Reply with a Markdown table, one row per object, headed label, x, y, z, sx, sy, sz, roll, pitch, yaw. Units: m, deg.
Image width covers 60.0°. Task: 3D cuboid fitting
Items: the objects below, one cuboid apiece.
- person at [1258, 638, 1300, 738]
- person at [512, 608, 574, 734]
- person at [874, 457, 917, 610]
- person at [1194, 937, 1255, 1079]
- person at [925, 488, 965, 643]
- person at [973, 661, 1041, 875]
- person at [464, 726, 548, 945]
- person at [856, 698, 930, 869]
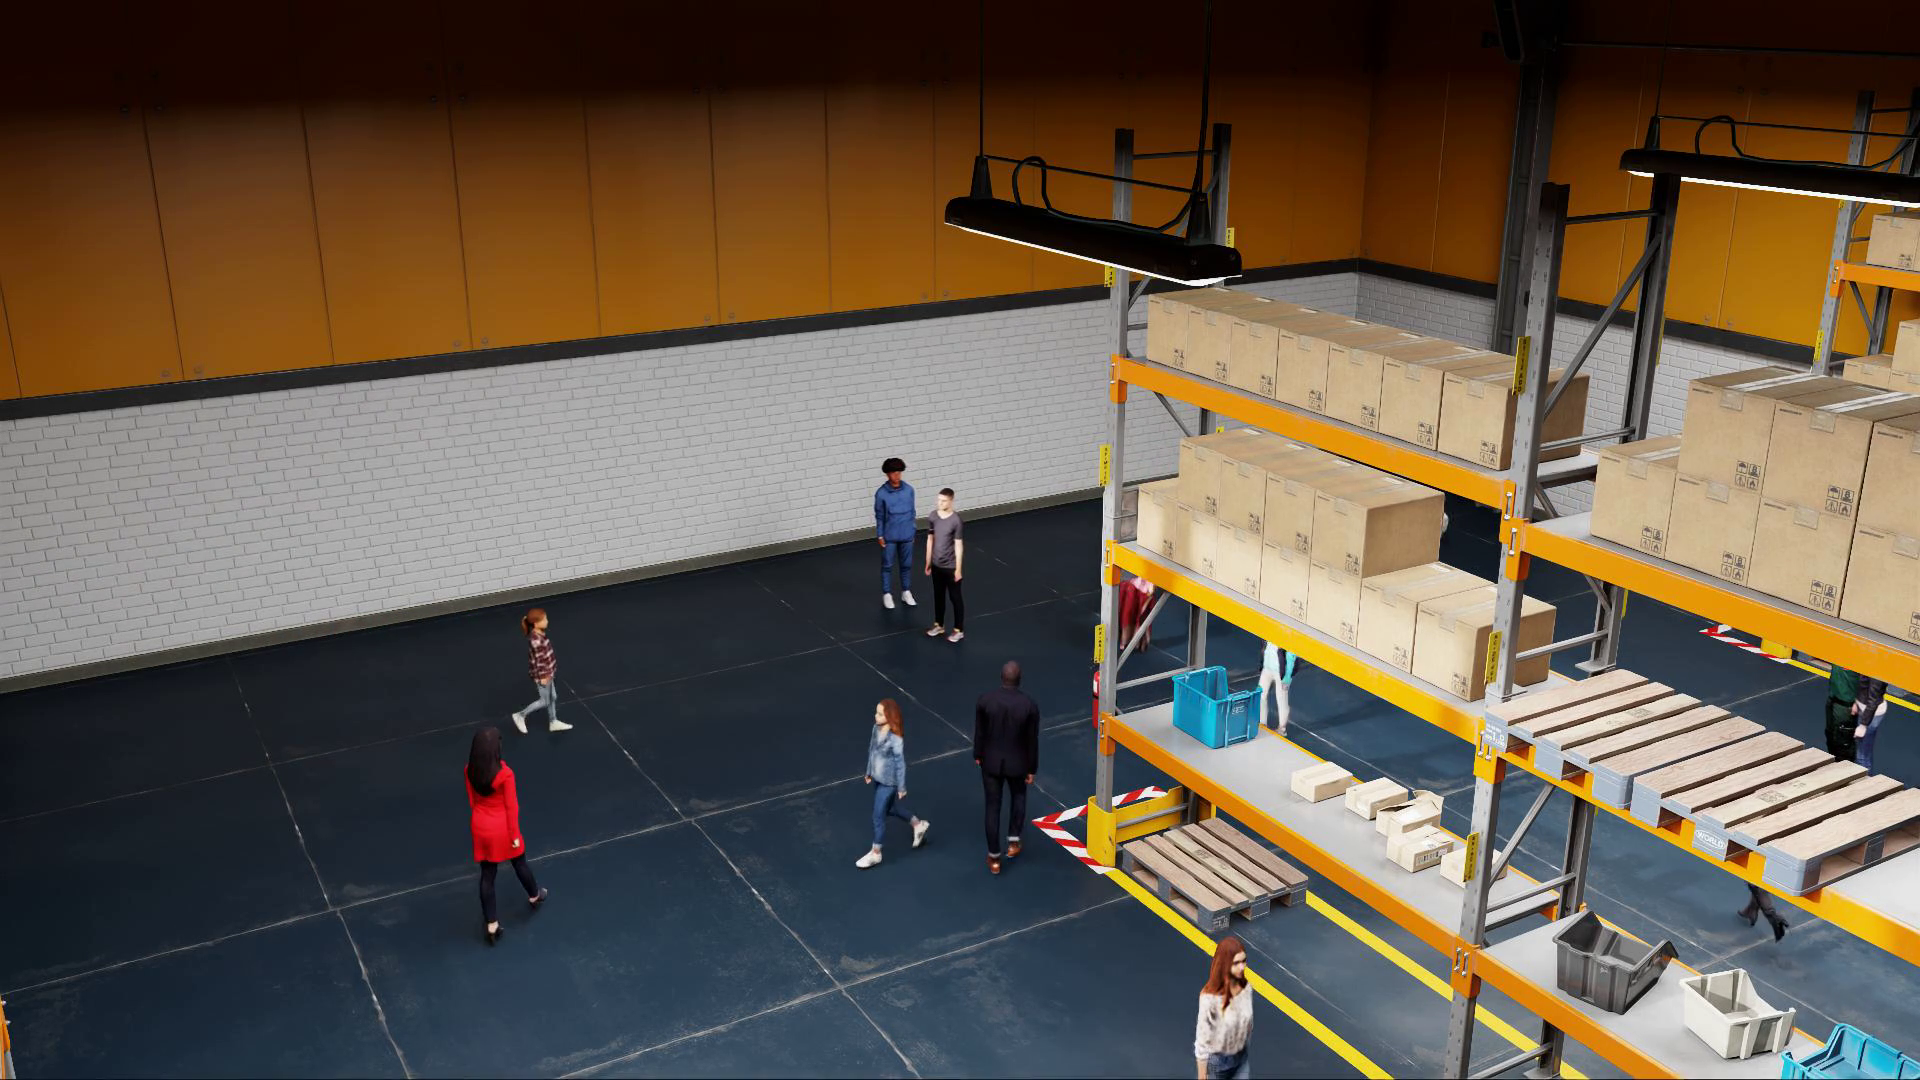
| label | x | y | z | sx | sy | sz | roll | pitch | yaw |
| --- | --- | --- | --- | --- | --- | --- | --- | --- | --- |
| person | 3.119 | 1.230 | 16.053 | 0.703 | 1.489 | 0.669 | -14 | 23 | -36 |
| person | -4.124 | 1.289 | 16.180 | 0.771 | 1.295 | 0.808 | -2 | 19 | -7 |
| person | -0.752 | -0.104 | 19.509 | 0.699 | 1.811 | 0.603 | -7 | 20 | -21 |
| person | 1.528 | 3.141 | 10.021 | 0.583 | 1.718 | 0.861 | -10 | 21 | -27 |
| person | -0.145 | 0.263 | 18.498 | 0.607 | 1.761 | 0.761 | 14 | 23 | 37 |
| person | 0.360 | 1.893 | 13.600 | 0.867 | 1.797 | 0.903 | 1 | 19 | 2 |
| person | -3.567 | 2.259 | 12.625 | 0.960 | 1.726 | 1.028 | 4 | 19 | 13 |
| person | -0.548 | 1.989 | 13.856 | 0.612 | 1.453 | 0.873 | -11 | 21 | -29 |
